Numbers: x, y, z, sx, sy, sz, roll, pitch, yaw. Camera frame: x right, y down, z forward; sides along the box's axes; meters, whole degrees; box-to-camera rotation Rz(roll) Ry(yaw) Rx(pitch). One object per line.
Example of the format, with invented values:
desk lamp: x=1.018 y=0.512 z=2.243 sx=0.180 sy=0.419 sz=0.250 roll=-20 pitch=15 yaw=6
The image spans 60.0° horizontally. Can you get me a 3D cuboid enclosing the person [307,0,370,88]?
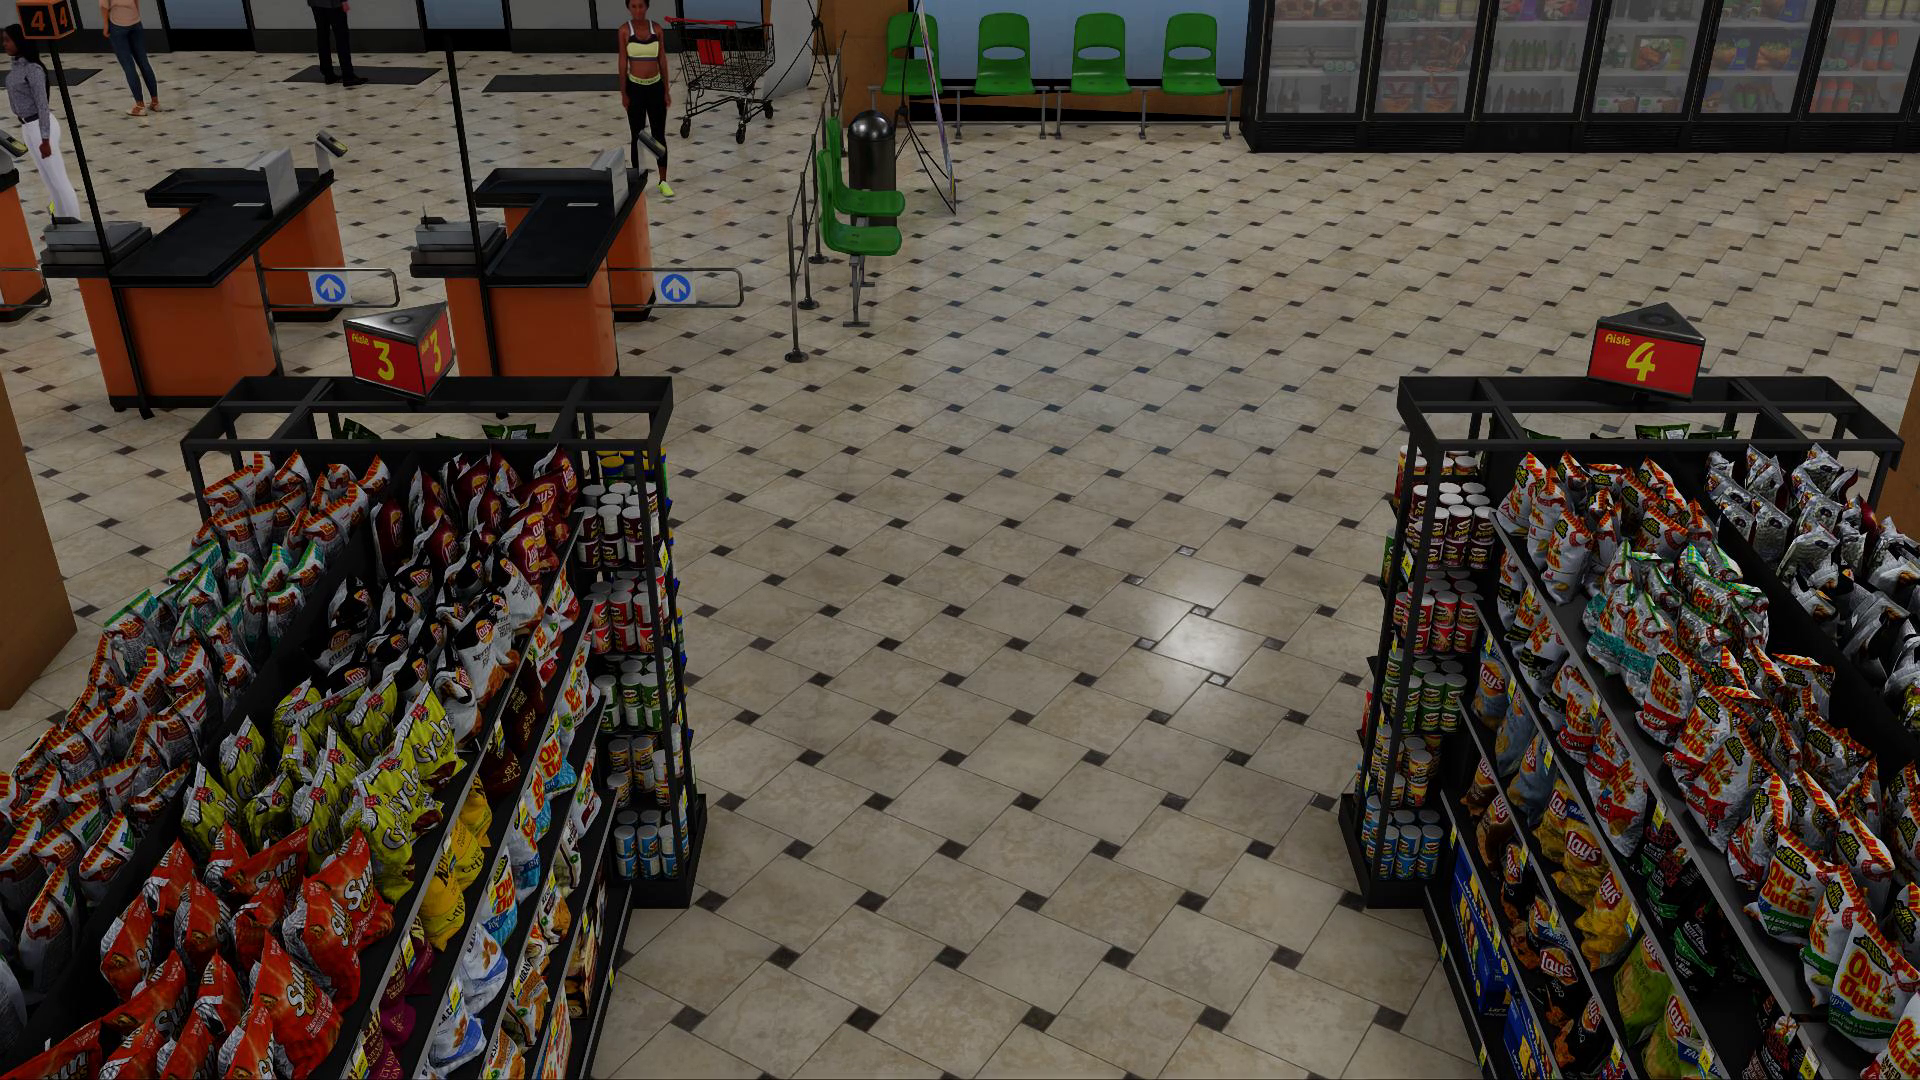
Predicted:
person: x=-6.762 y=-5.803 z=17.755 sx=0.795 sy=1.842 sz=0.762 roll=12 pitch=31 yaw=21

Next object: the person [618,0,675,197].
person: x=-2.681 y=-3.802 z=14.182 sx=0.628 sy=1.754 sz=0.607 roll=-9 pitch=30 yaw=-17

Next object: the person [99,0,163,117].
person: x=-8.371 y=-5.169 z=16.648 sx=0.734 sy=1.790 sz=0.613 roll=14 pitch=32 yaw=24

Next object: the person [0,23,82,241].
person: x=-7.224 y=-3.183 z=13.078 sx=0.667 sy=1.725 sz=0.725 roll=25 pitch=37 yaw=38
